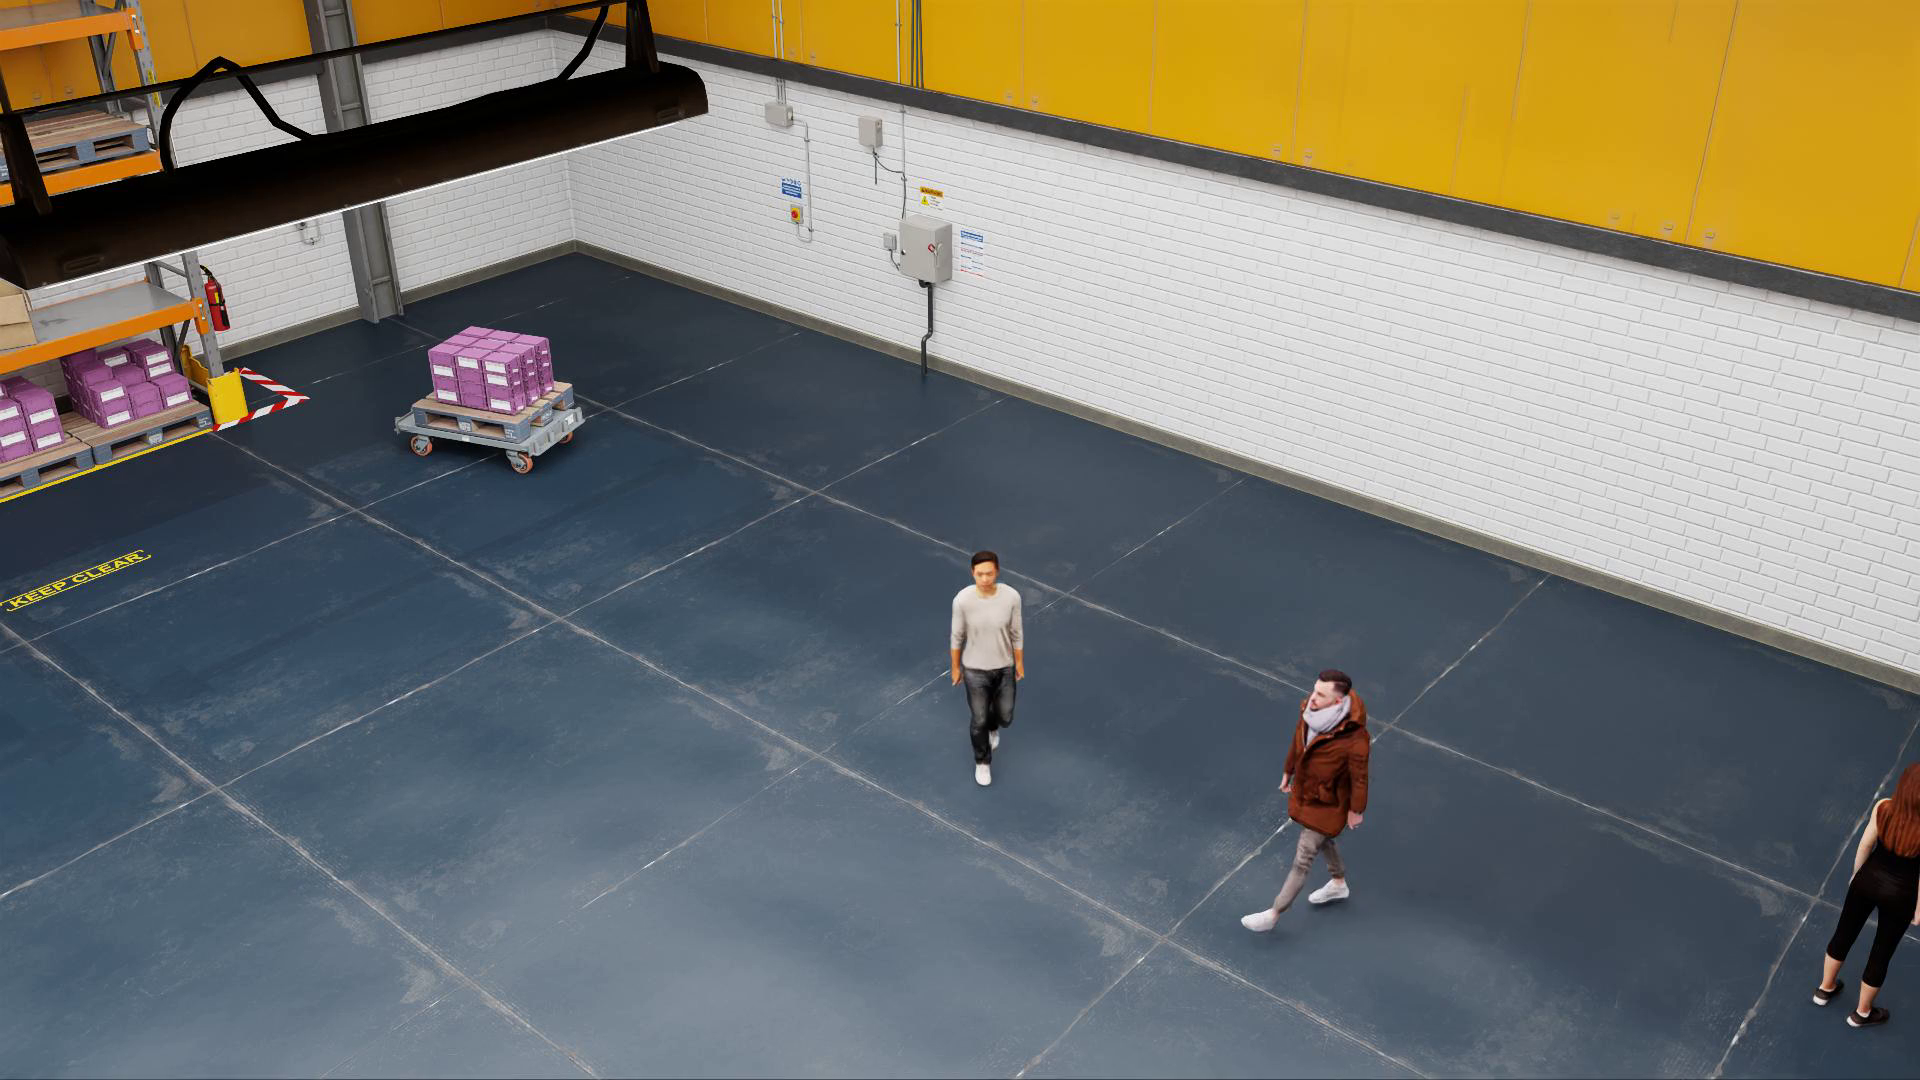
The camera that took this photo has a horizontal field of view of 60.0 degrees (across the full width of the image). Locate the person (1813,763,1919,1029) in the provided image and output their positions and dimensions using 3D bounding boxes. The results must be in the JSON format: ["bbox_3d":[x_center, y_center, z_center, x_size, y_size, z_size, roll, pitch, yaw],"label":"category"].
[{"bbox_3d":[5.229,1.992,9.427,0.618,1.724,0.641,-16,32,-27],"label":"person"}]

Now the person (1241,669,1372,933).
[{"bbox_3d":[2.274,1.565,10.144,1.222,1.787,1.014,-12,31,-21],"label":"person"}]

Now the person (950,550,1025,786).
[{"bbox_3d":[0.187,0.819,11.499,0.891,1.798,0.950,-3,29,-5],"label":"person"}]
